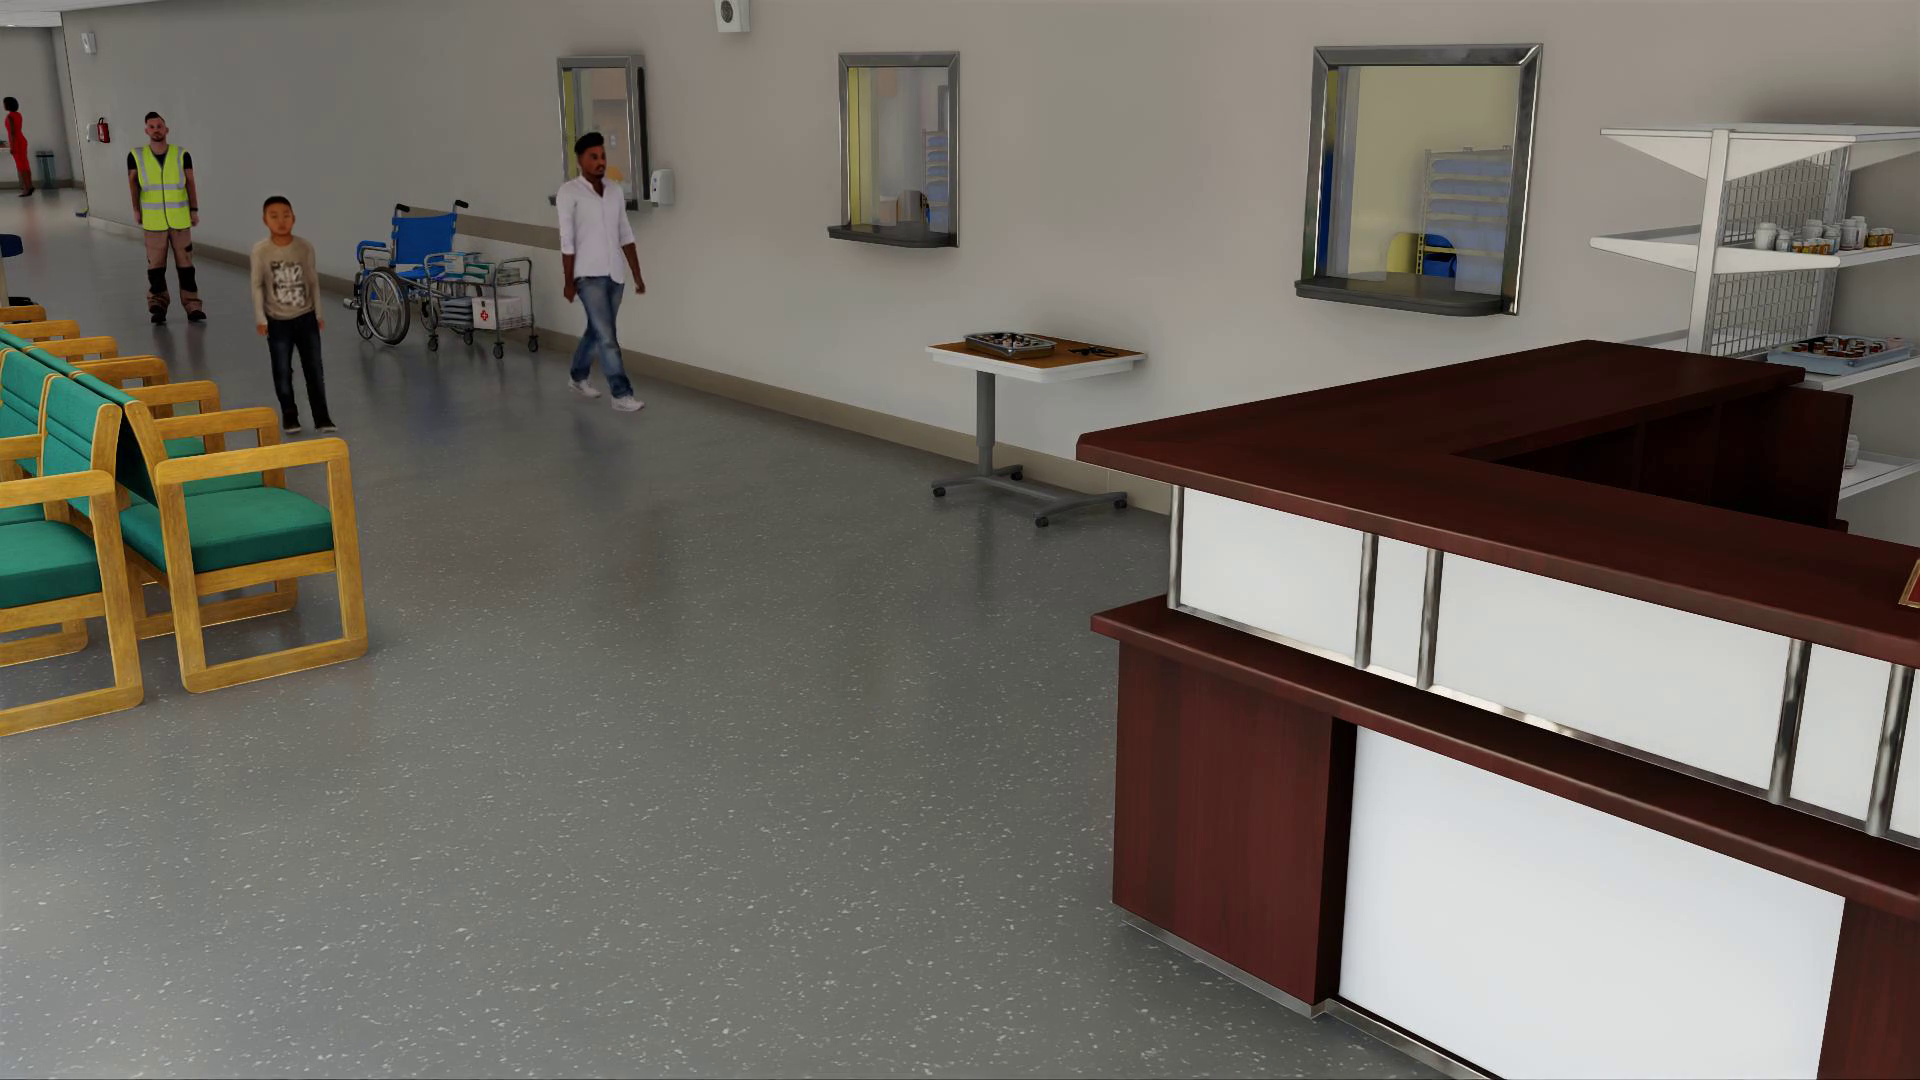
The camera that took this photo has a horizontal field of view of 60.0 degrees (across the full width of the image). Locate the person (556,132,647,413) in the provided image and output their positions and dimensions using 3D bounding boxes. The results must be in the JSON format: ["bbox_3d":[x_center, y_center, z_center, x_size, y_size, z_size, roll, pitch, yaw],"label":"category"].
[{"bbox_3d":[-2.428,-1.752,10.979,0.833,1.770,1.141,14,21,40],"label":"person"}]

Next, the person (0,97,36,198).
[{"bbox_3d":[-16.904,-7.063,29.864,0.669,1.743,0.645,-2,16,-7],"label":"person"}]

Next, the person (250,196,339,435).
[{"bbox_3d":[-4.129,-1.367,10.209,0.761,1.446,0.681,-10,19,-32],"label":"person"}]

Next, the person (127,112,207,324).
[{"bbox_3d":[-7.063,-2.869,14.799,0.700,1.847,0.801,-9,18,-30],"label":"person"}]
